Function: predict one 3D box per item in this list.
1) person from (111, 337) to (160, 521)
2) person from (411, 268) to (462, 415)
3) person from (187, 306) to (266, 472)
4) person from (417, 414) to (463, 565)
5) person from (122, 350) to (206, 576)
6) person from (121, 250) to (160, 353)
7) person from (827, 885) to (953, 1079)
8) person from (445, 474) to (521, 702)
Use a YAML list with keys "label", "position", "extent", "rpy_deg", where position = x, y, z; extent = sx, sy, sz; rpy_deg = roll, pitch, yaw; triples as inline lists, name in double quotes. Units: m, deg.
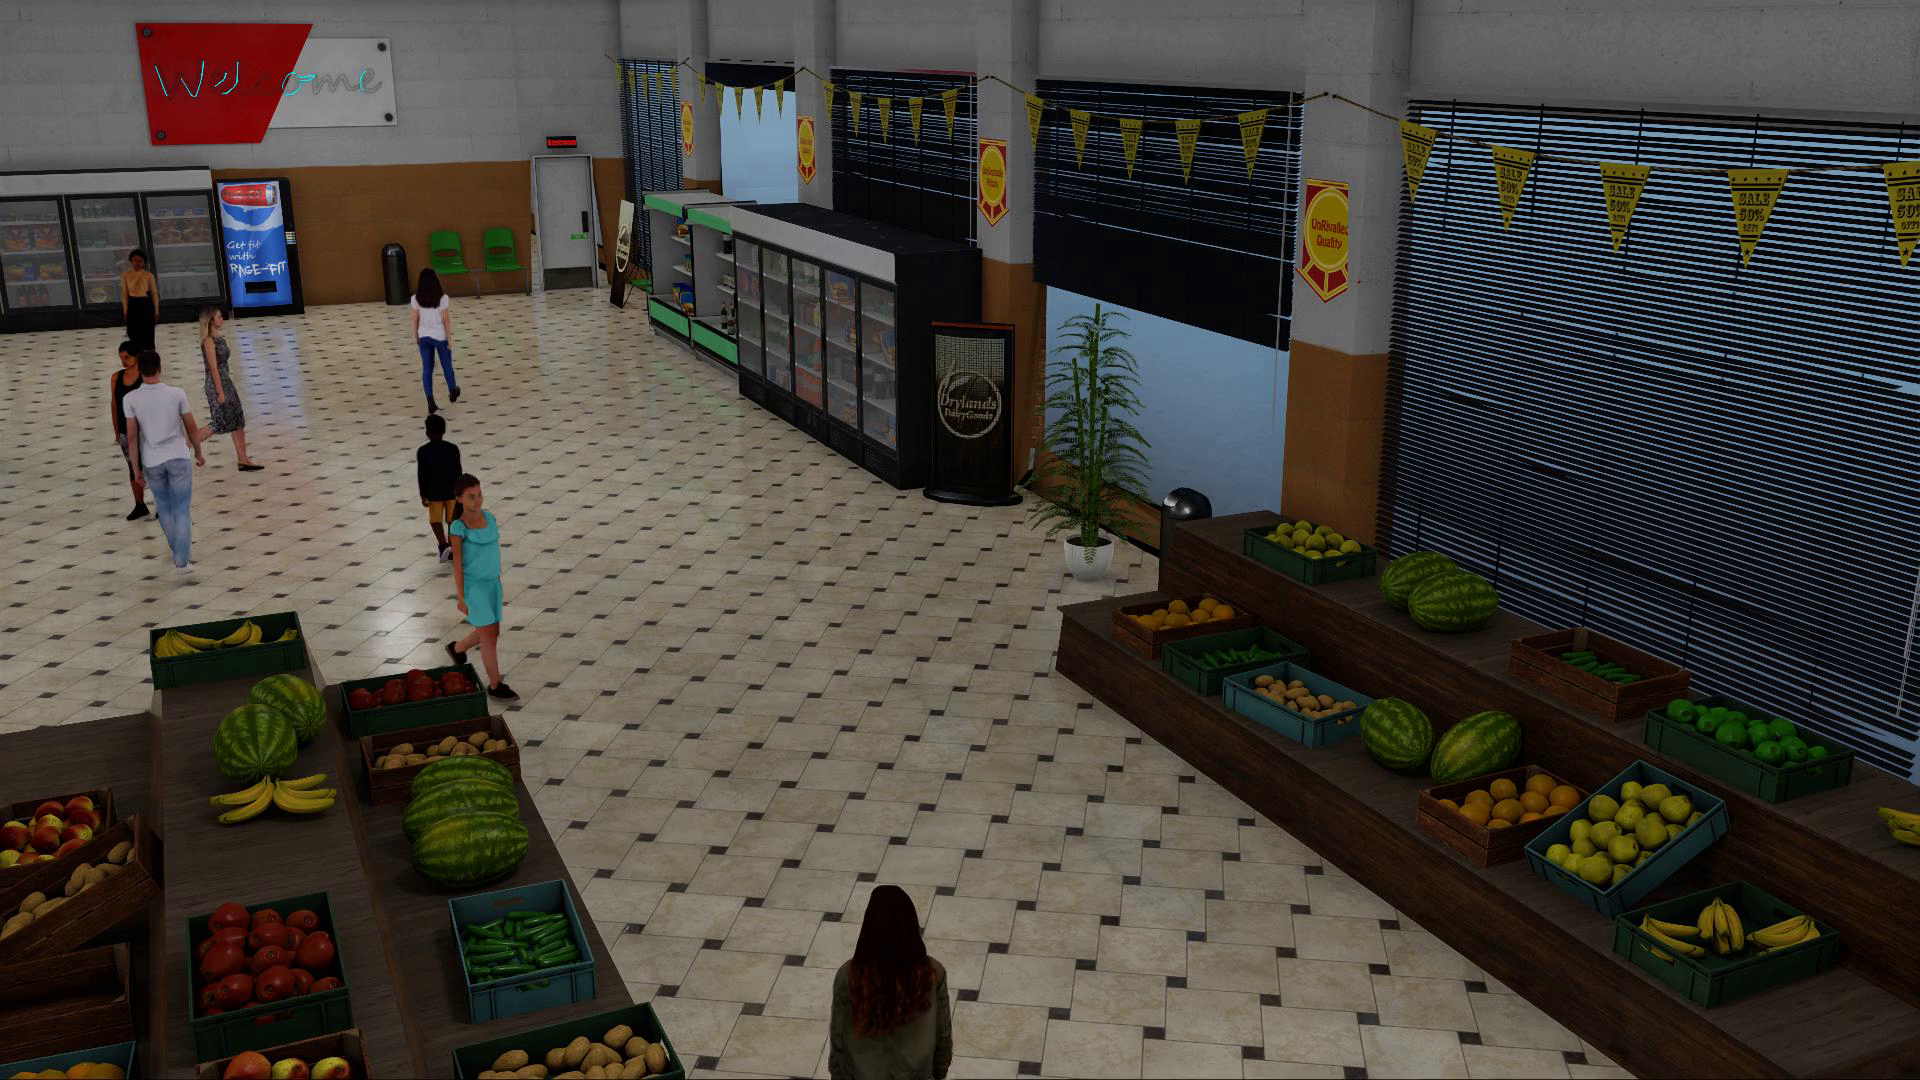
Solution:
- label: "person"
  position: [-7.475, -1.022, 15.151]
  extent: [0.647, 1.674, 0.630]
  rpy_deg: [-1, 17, -3]
- label: "person"
  position: [-6.124, -2.259, 19.283]
  extent: [0.873, 1.641, 1.148]
  rpy_deg: [-1, 17, -3]
- label: "person"
  position: [-7.487, -1.467, 16.603]
  extent: [0.810, 1.683, 1.034]
  rpy_deg: [-3, 17, -11]
- label: "person"
  position: [-4.286, -0.404, 13.824]
  extent: [0.536, 1.262, 0.673]
  rpy_deg: [-9, 19, -27]
- label: "person"
  position: [-6.422, -0.576, 13.461]
  extent: [0.802, 1.804, 1.261]
  rpy_deg: [-5, 18, -16]
- label: "person"
  position: [-10.532, -2.919, 21.453]
  extent: [0.647, 1.643, 0.664]
  rpy_deg: [-4, 17, -12]
- label: "person"
  position: [-0.248, 1.919, 5.815]
  extent: [0.685, 1.471, 0.731]
  rpy_deg: [-3, 17, -9]
- label: "person"
  position: [-3.228, 0.311, 10.990]
  extent: [0.985, 1.541, 0.860]
  rpy_deg: [9, 19, 26]
